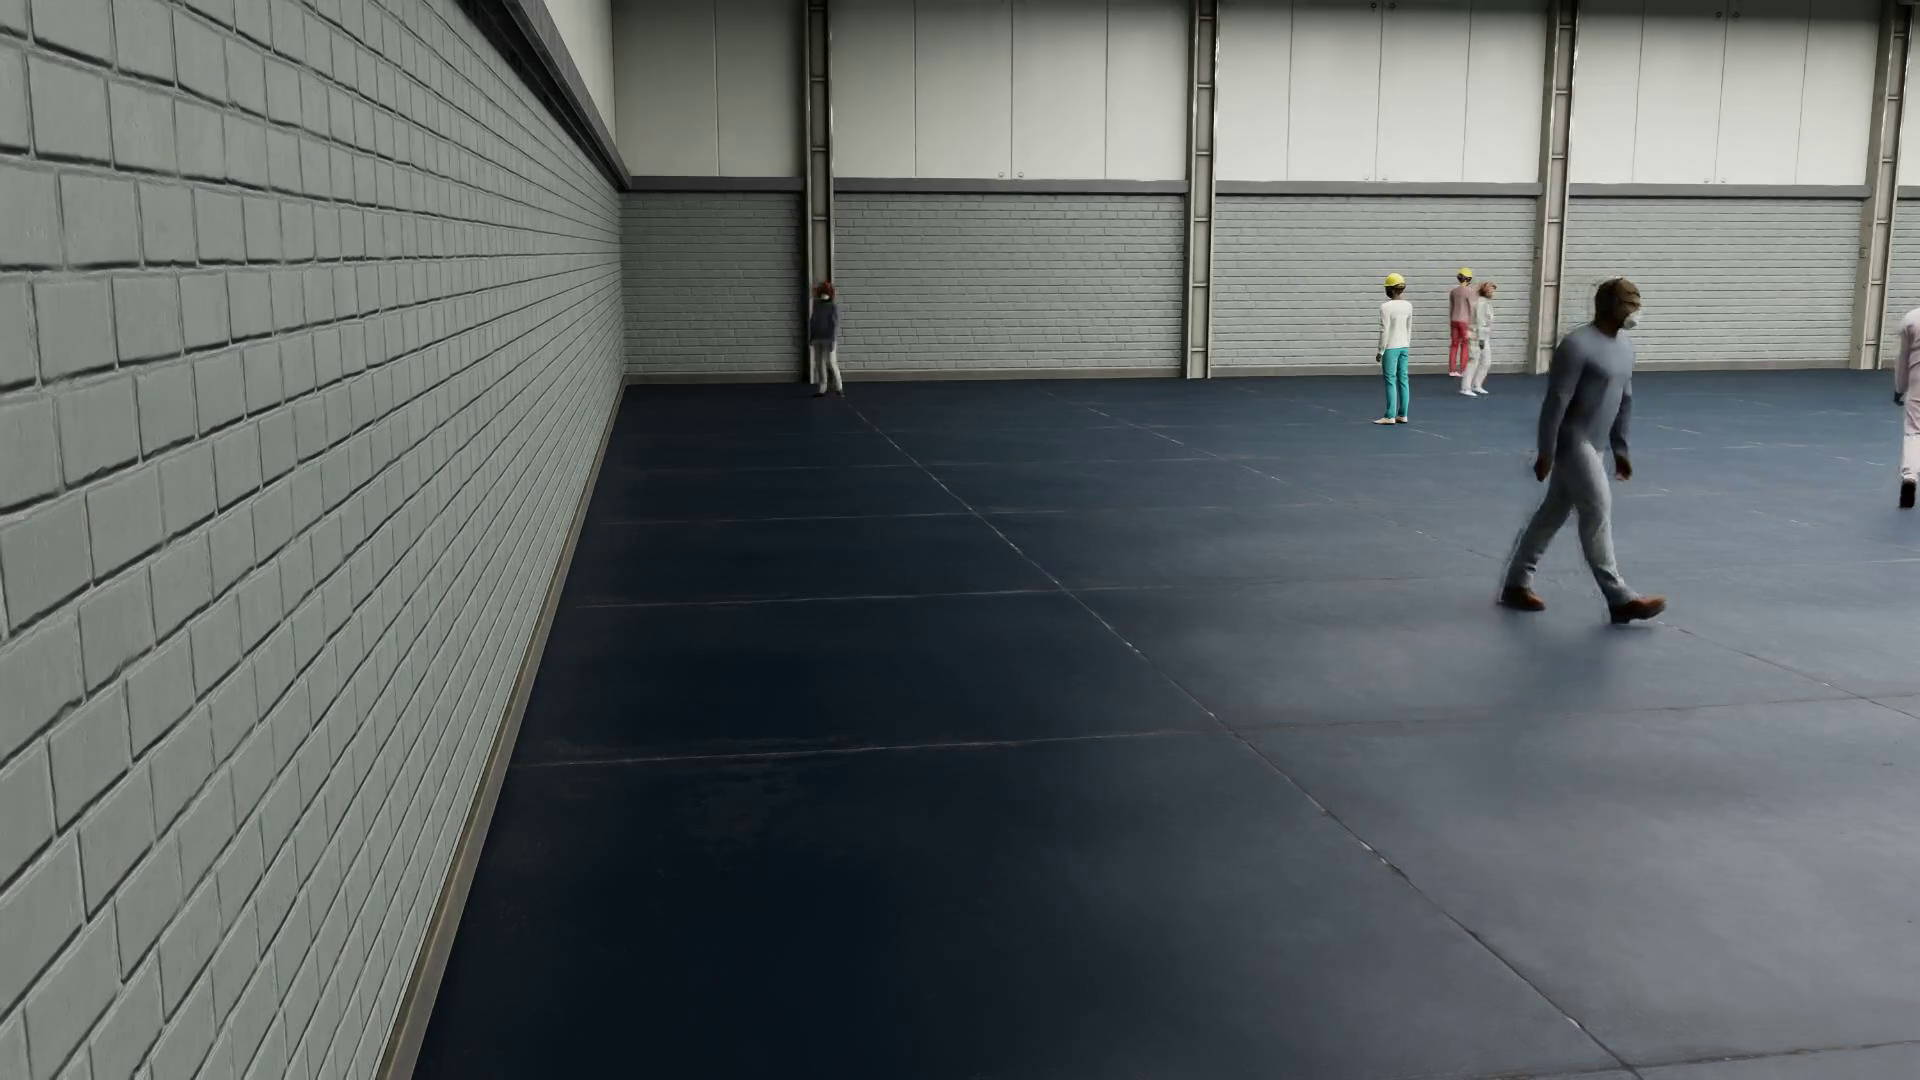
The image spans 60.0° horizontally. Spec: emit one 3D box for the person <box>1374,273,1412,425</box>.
[{"bbox_3d":[5.064,-2.228,19.457,0.526,1.768,0.330,-7,12,-35],"label":"person"}]

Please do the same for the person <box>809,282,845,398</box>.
[{"bbox_3d":[-1.846,-2.742,22.883,0.598,1.614,0.338,9,13,43],"label":"person"}]

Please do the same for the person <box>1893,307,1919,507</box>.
[{"bbox_3d":[7.783,-1.196,13.231,0.652,1.876,0.910,7,12,34],"label":"person"}]

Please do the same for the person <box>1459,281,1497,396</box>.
[{"bbox_3d":[7.226,-2.802,23.193,0.490,1.610,0.532,7,12,34],"label":"person"}]

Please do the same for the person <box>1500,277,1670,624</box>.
[{"bbox_3d":[3.440,-0.494,9.156,0.962,1.885,0.647,10,14,44],"label":"person"}]

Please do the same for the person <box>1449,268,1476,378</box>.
[{"bbox_3d":[8.069,-3.480,26.690,0.337,1.764,0.528,-5,11,-26],"label":"person"}]
